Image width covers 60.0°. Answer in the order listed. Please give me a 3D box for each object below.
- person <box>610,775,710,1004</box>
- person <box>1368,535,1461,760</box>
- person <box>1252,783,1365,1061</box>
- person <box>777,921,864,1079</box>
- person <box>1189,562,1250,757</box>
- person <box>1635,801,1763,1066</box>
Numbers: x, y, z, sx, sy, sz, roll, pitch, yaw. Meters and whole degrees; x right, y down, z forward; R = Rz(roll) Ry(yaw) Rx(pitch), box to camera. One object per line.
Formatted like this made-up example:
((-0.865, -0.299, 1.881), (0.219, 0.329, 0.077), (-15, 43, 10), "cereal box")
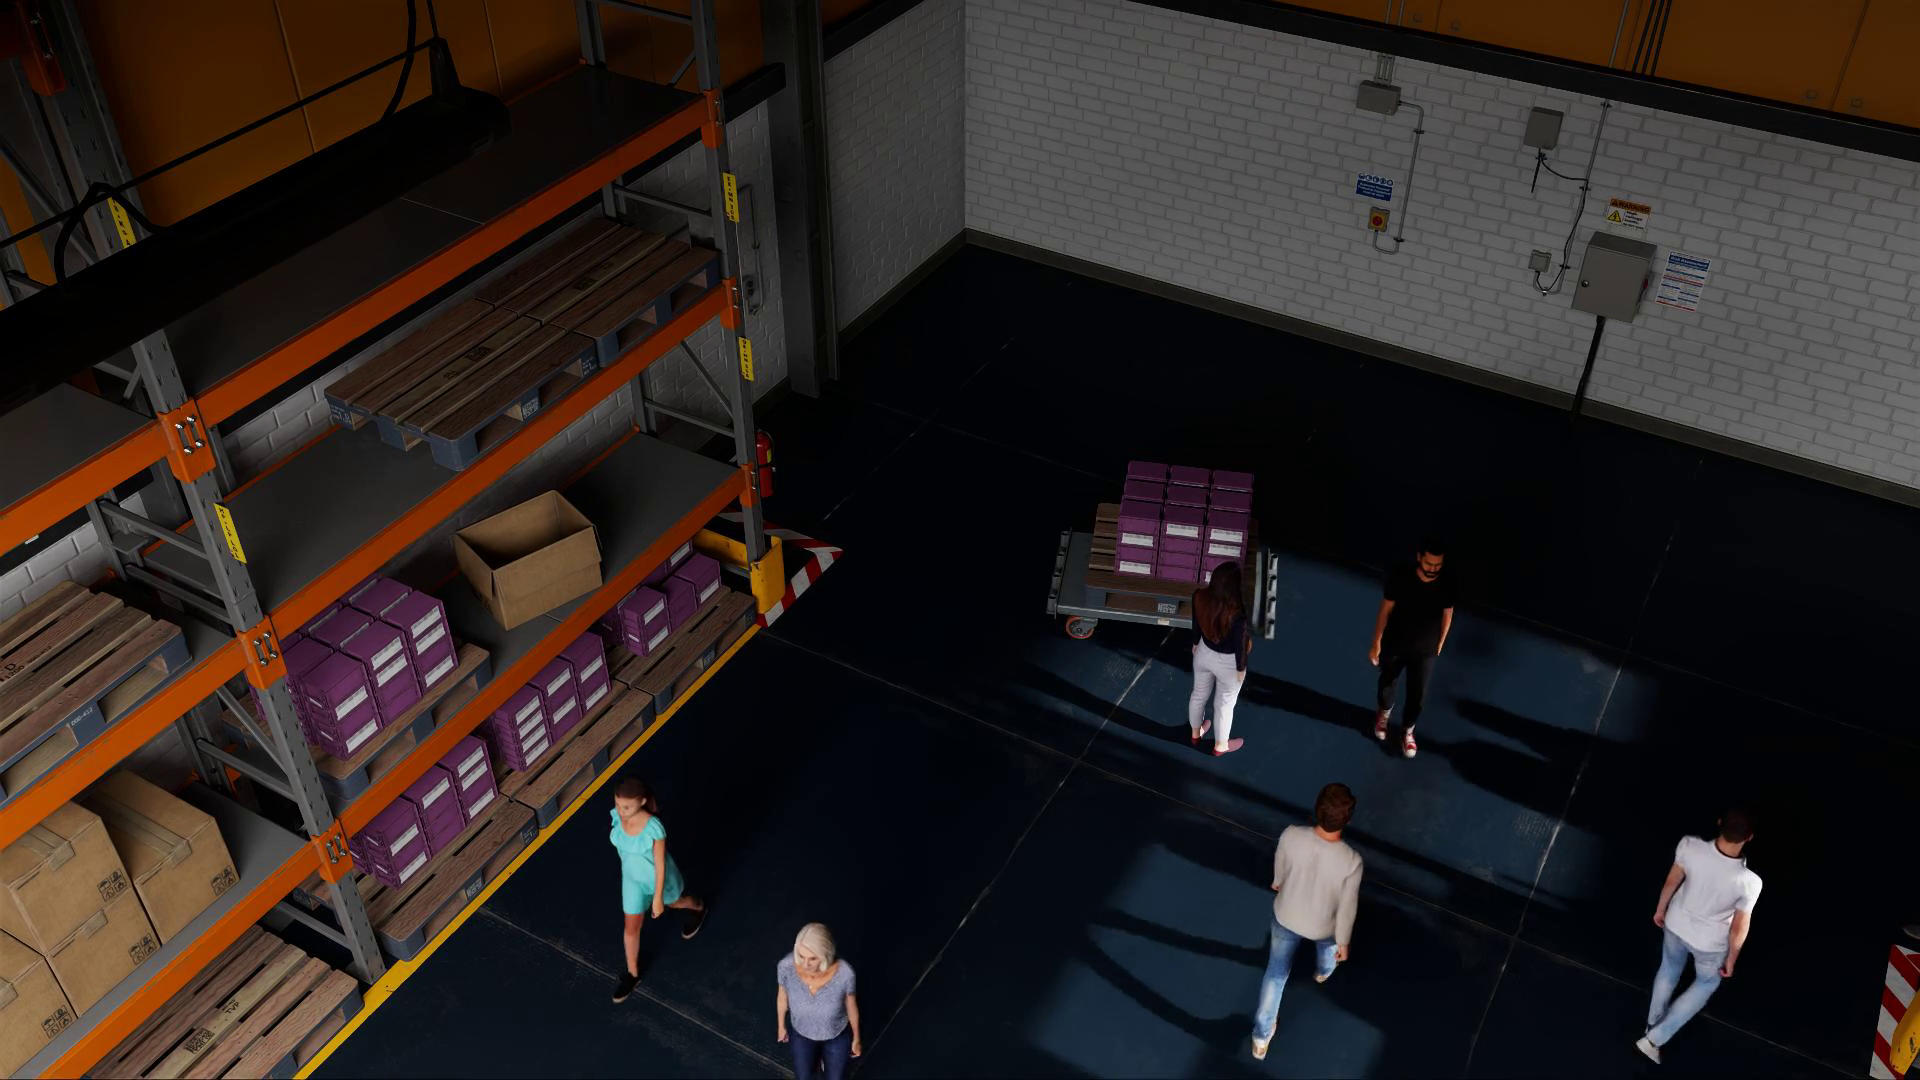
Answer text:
((-1.748, 1.898, 9.663), (0.594, 1.523, 1.079), (18, 42, 21), "person")
((2.987, 0.613, 11.095), (0.736, 1.744, 0.766), (9, 40, 11), "person")
((1.867, 2.130, 9.111), (0.731, 1.849, 1.186), (20, 43, 24), "person")
((-0.705, 2.501, 8.761), (0.781, 1.706, 0.903), (3, 39, 4), "person")
((1.723, 0.779, 10.998), (0.649, 1.606, 0.621), (31, 48, 33), "person")
((3.955, 2.182, 9.059), (0.972, 1.833, 0.859), (-23, 44, -26), "person")
